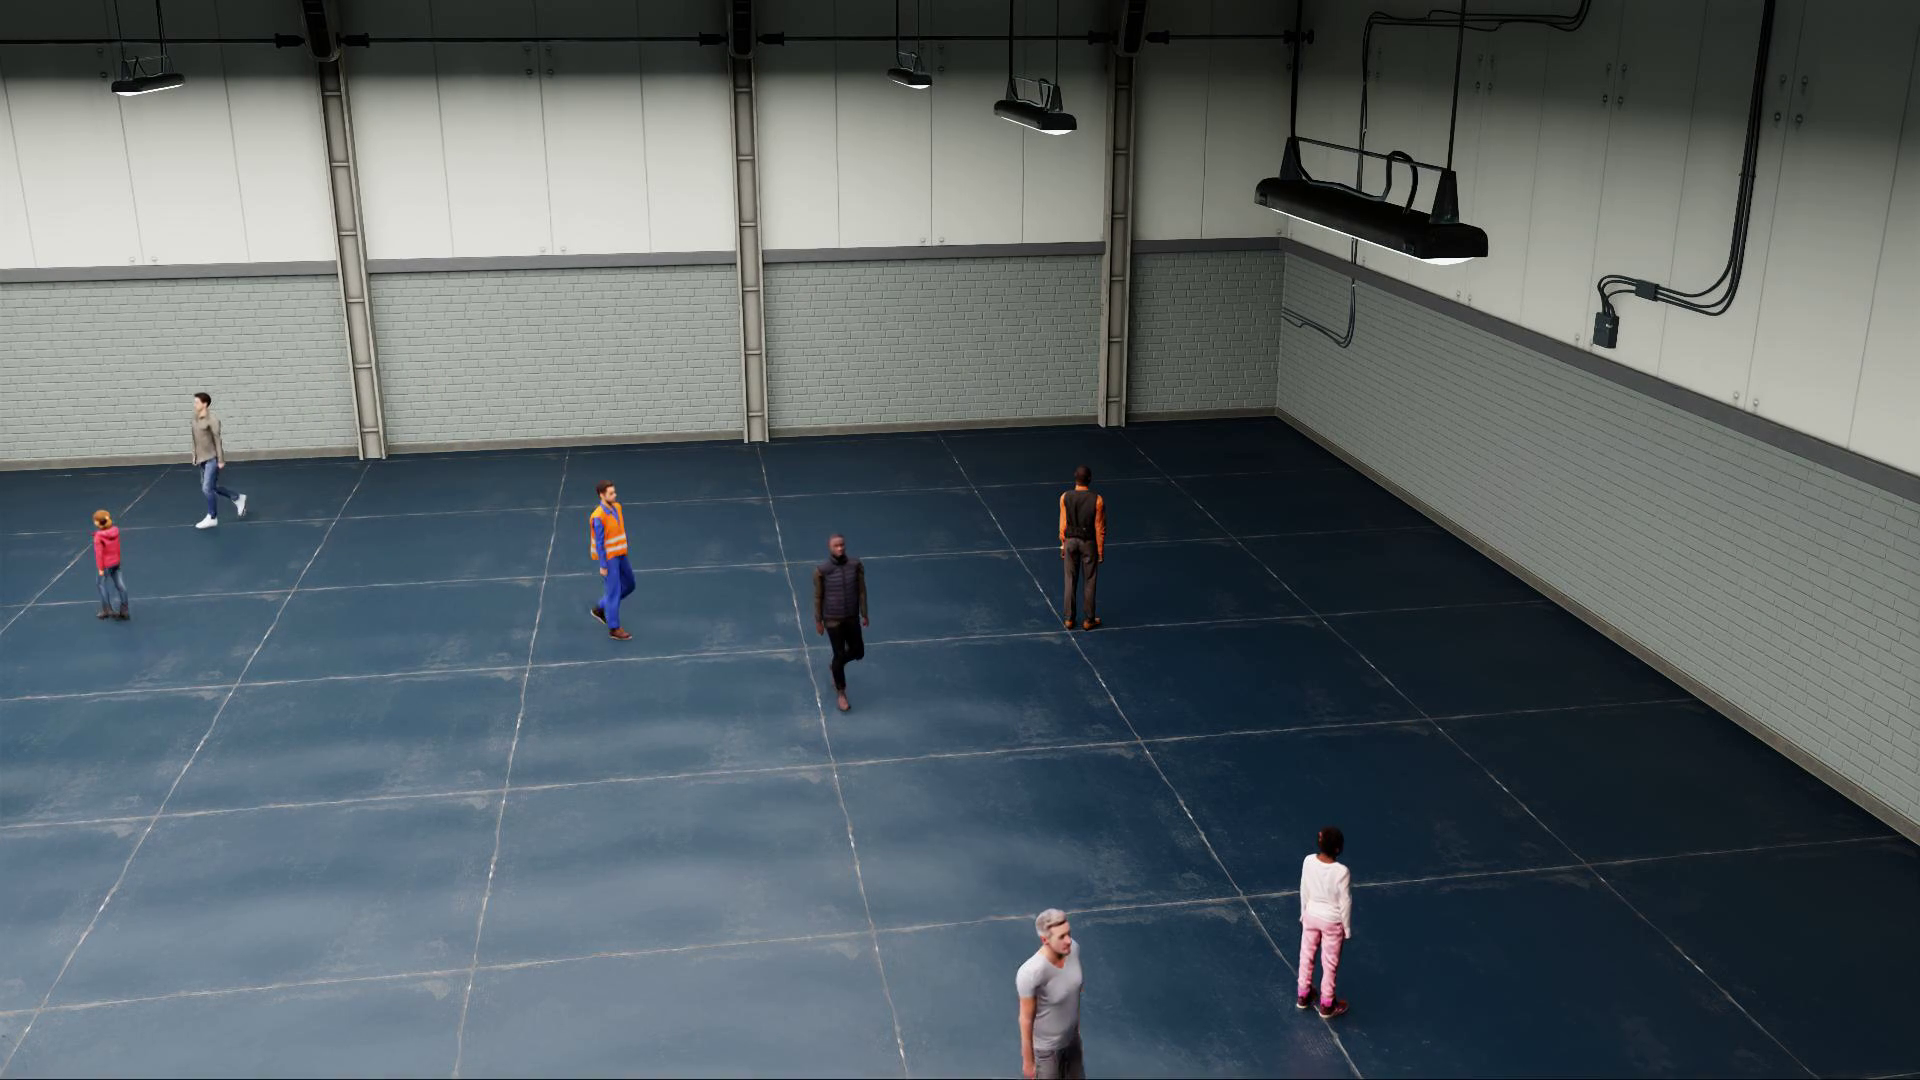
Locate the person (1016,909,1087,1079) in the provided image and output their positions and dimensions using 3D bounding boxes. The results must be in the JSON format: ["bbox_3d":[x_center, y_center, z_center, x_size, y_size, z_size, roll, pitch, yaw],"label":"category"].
[{"bbox_3d":[0.480,2.994,10.065,0.980,1.819,0.924,15,23,38],"label":"person"}]

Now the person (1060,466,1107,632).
[{"bbox_3d":[1.377,0.082,18.865,0.717,1.908,0.845,5,19,16],"label":"person"}]

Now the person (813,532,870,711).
[{"bbox_3d":[-1.221,0.782,16.853,0.952,1.823,0.927,-9,20,-25],"label":"person"}]

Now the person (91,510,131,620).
[{"bbox_3d":[-9.751,0.299,19.171,0.739,1.306,0.675,7,19,19],"label":"person"}]

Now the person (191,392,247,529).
[{"bbox_3d":[-10.137,-1.116,22.645,1.091,1.846,1.158,12,22,33],"label":"person"}]

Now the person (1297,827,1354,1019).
[{"bbox_3d":[2.565,2.656,11.710,0.624,1.444,0.658,16,24,40],"label":"person"}]

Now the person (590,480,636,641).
[{"bbox_3d":[-3.959,0.211,18.559,0.946,1.852,0.884,6,19,17],"label":"person"}]
